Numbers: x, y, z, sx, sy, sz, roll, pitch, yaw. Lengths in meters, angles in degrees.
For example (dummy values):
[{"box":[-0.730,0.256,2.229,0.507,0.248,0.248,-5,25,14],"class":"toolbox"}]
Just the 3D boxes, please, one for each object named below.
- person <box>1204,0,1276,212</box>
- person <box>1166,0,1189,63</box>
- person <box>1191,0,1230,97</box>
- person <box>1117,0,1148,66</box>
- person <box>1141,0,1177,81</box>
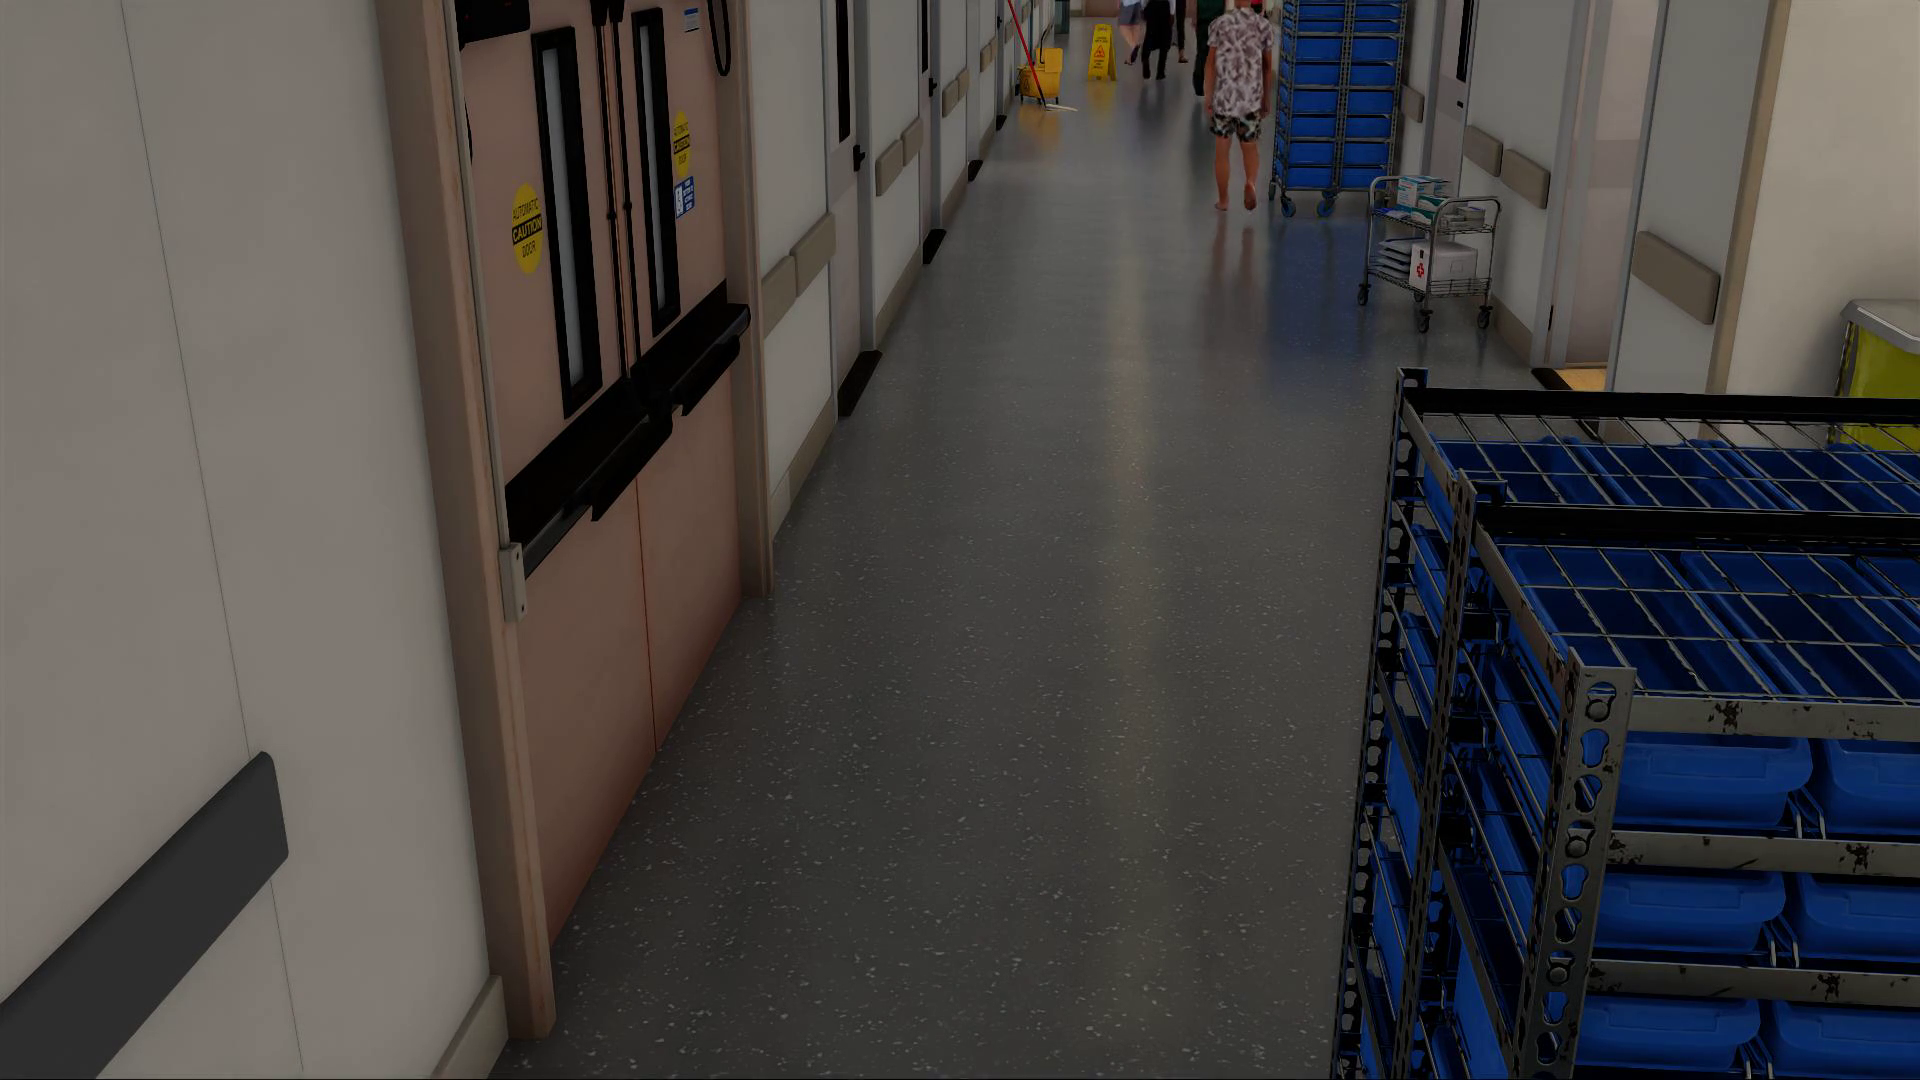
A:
[{"box":[2.141,-3.407,12.797,0.693,1.796,0.898,1,21,1],"class":"person"},{"box":[3.270,-8.305,25.757,0.784,1.777,1.257,-4,21,-10],"class":"person"},{"box":[3.129,-6.478,20.890,0.855,1.805,1.196,7,22,19],"class":"person"},{"box":[2.640,-8.106,25.186,0.841,1.811,1.088,-5,21,-13],"class":"person"},{"box":[2.701,-7.211,22.824,0.843,1.809,1.200,7,22,18],"class":"person"}]
